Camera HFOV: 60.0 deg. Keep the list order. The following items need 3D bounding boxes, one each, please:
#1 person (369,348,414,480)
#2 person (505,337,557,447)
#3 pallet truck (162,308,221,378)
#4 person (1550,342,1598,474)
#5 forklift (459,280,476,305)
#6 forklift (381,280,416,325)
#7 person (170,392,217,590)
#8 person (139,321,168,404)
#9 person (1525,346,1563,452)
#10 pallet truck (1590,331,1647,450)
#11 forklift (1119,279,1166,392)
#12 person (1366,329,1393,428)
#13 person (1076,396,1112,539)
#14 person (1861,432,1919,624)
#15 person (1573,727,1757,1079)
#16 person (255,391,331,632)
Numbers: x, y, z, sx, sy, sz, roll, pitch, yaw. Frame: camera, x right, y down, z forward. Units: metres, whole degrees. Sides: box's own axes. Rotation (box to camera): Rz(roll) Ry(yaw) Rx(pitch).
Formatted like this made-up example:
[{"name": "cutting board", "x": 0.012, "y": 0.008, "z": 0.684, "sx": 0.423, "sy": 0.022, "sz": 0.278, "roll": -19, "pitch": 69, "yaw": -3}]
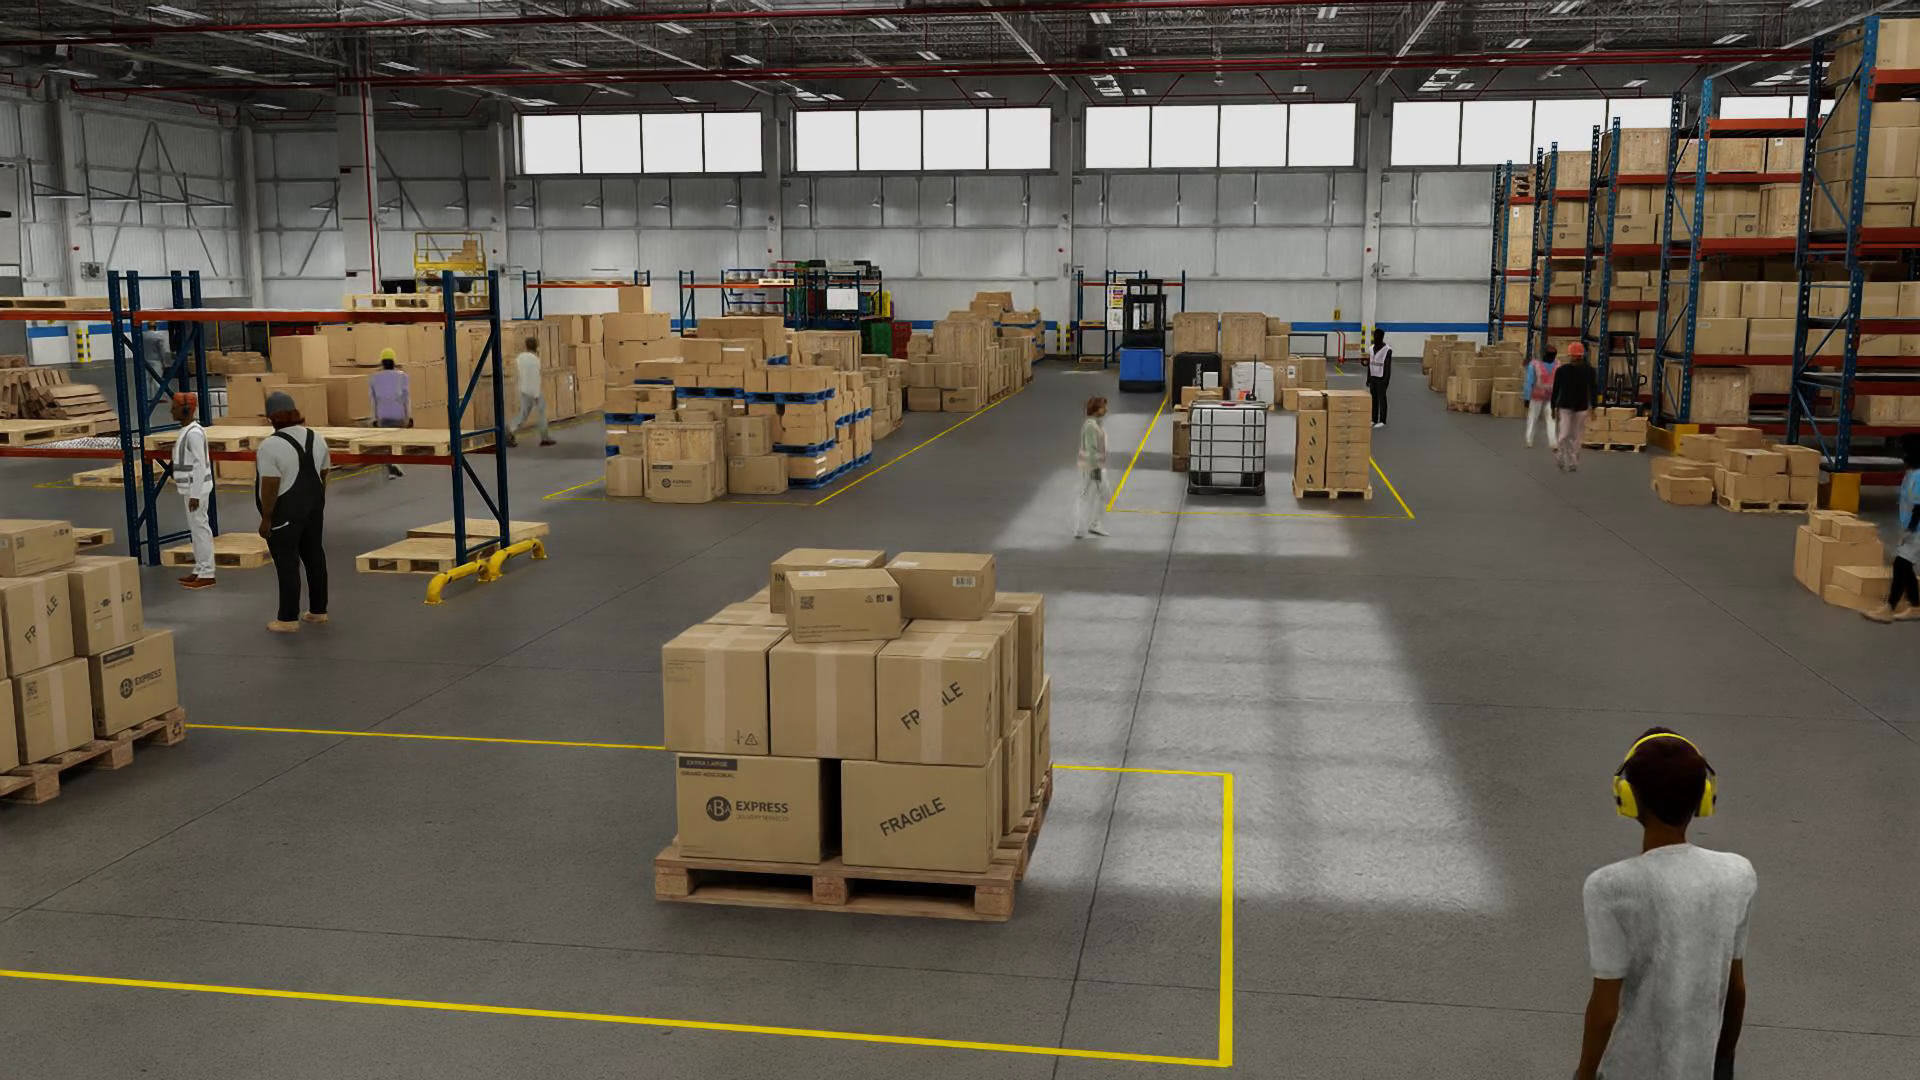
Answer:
[{"name": "person", "x": -8.239, "y": -1.827, "z": 24.148, "sx": 0.630, "sy": 1.911, "sz": 0.430, "roll": 0, "pitch": 9, "yaw": -1}, {"name": "person", "x": -7.425, "y": -2.543, "z": 28.609, "sx": 0.631, "sy": 1.910, "sz": 0.885, "roll": 8, "pitch": 12, "yaw": 39}, {"name": "pallet truck", "x": -21.869, "y": -5.598, "z": 47.154, "sx": 0.823, "sy": 1.965, "sz": 1.885, "roll": 4, "pitch": 10, "yaw": 26}, {"name": "person", "x": 9.175, "y": -1.960, "z": 24.806, "sx": 0.636, "sy": 1.960, "sz": 0.764, "roll": 1, "pitch": 9, "yaw": 9}, {"name": "forklift", "x": -13.144, "y": -5.596, "z": 44.427, "sx": 1.873, "sy": 2.768, "sz": 1.129, "roll": -3, "pitch": 10, "yaw": -17}, {"name": "forklift", "x": -11.959, "y": -4.169, "z": 35.627, "sx": 1.873, "sy": 2.768, "sz": 1.129, "roll": 1, "pitch": 9, "yaw": 9}, {"name": "person", "x": -7.321, "y": -0.467, "z": 15.865, "sx": 0.356, "sy": 1.883, "sz": 0.572, "roll": -6, "pitch": 11, "yaw": -31}, {"name": "person", "x": -18.406, "y": -4.067, "z": 37.944, "sx": 0.623, "sy": 1.932, "sz": 0.367, "roll": 2, "pitch": 9, "yaw": 12}, {"name": "person", "x": 9.833, "y": -2.378, "z": 27.986, "sx": 0.692, "sy": 1.780, "sz": 0.995, "roll": 0, "pitch": 9, "yaw": -2}, {"name": "pallet truck", "x": 11.253, "y": -2.573, "z": 28.499, "sx": 0.823, "sy": 1.965, "sz": 1.885, "roll": 5, "pitch": 10, "yaw": 27}, {"name": "forklift", "x": 4.606, "y": -5.169, "z": 41.796, "sx": 1.129, "sy": 2.768, "sz": 1.873, "roll": 1, "pitch": 9, "yaw": 9}, {"name": "person", "x": 8.129, "y": -3.135, "z": 32.246, "sx": 0.397, "sy": 1.911, "sz": 0.587, "roll": -5, "pitch": 10, "yaw": -28}, {"name": "person", "x": 1.524, "y": -0.801, "z": 18.733, "sx": 0.484, "sy": 1.624, "sz": 0.528, "roll": 3, "pitch": 10, "yaw": 20}, {"name": "person", "x": 8.113, "y": -0.100, "z": 14.265, "sx": 0.511, "sy": 1.661, "sz": 0.553, "roll": 3, "pitch": 10, "yaw": 17}, {"name": "person", "x": 1.797, "y": 1.412, "z": 4.337, "sx": 0.521, "sy": 1.863, "sz": 0.319, "roll": -3, "pitch": 10, "yaw": -16}, {"name": "person", "x": -5.683, "y": -0.253, "z": 14.054, "sx": 0.535, "sy": 2.000, "sz": 0.674, "roll": 4, "pitch": 10, "yaw": 25}]
